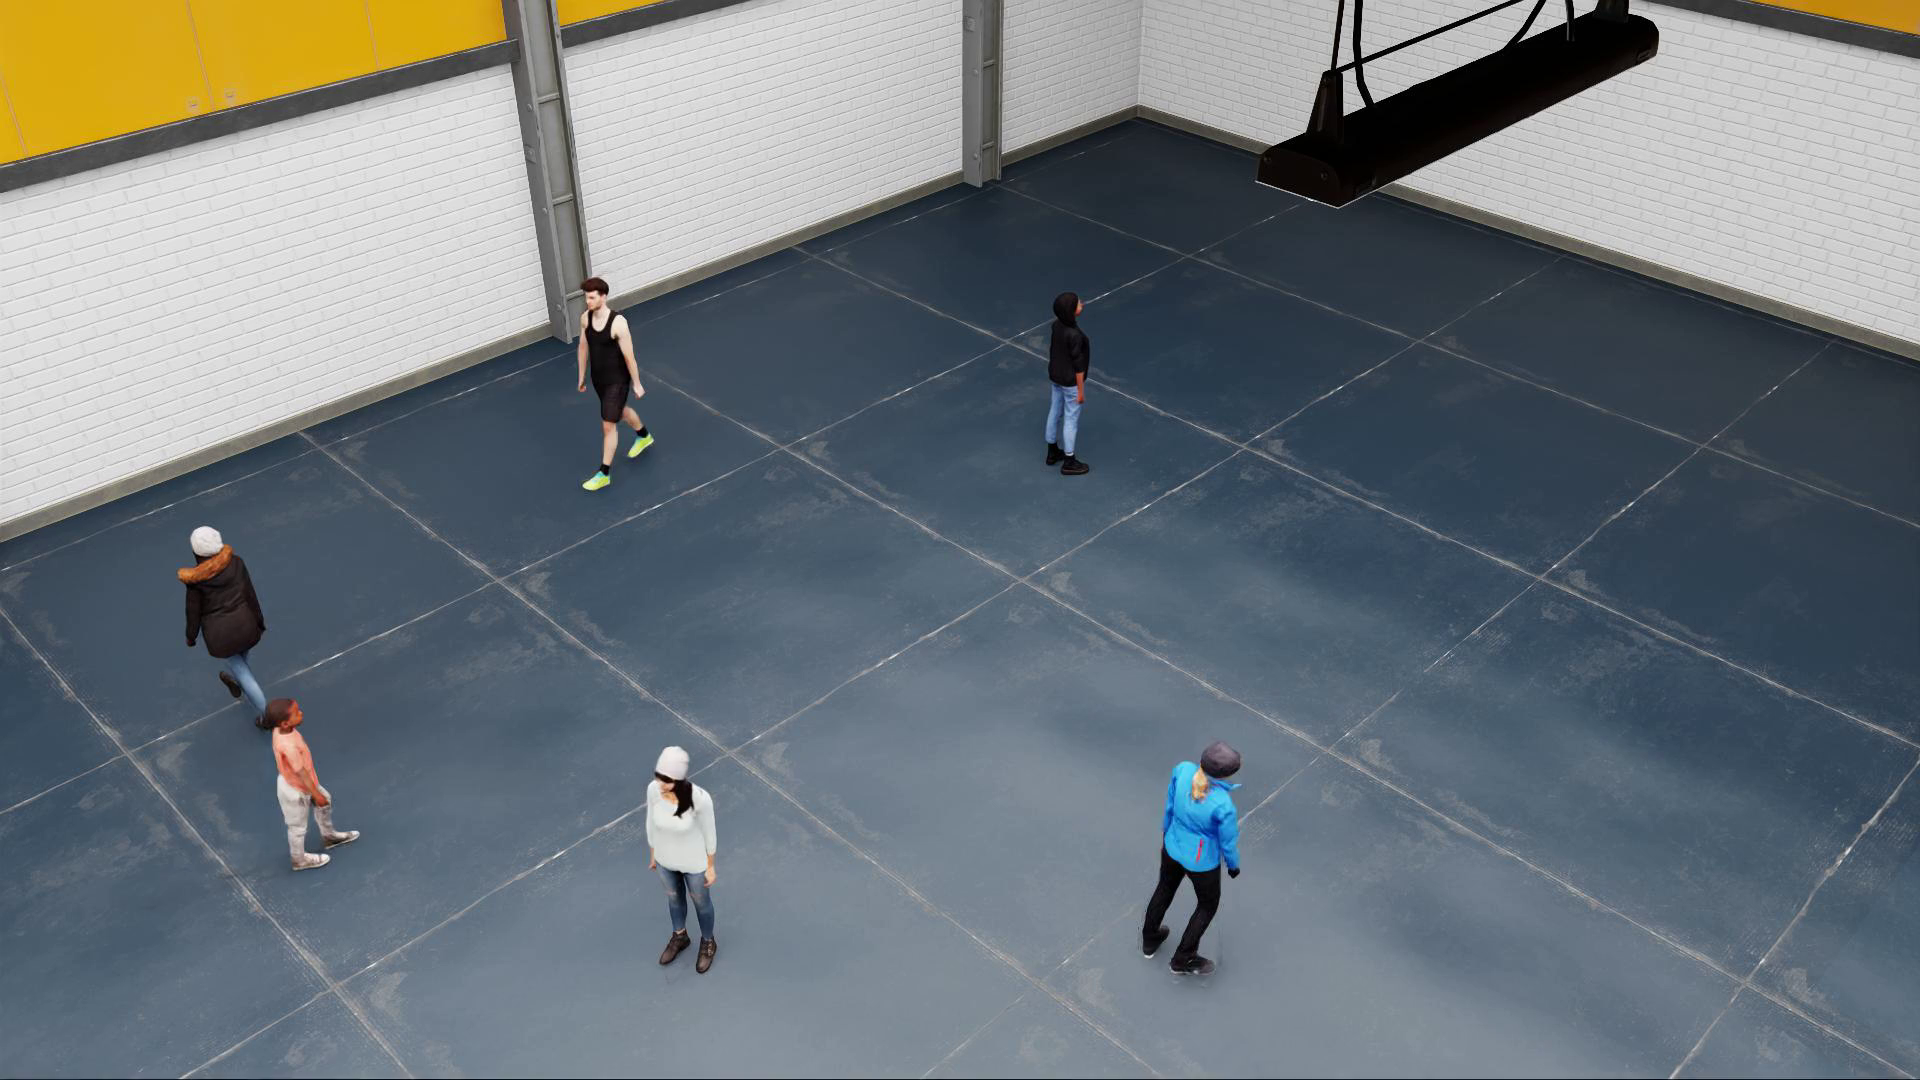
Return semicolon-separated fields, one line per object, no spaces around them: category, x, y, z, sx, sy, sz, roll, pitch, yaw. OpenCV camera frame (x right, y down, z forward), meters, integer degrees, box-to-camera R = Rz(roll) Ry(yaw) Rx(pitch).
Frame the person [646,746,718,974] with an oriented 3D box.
person;-1.619;1.839;9.704;0.641;1.653;0.641;10;35;14

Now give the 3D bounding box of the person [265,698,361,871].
person;-4.233;1.556;10.453;0.739;1.295;0.639;-10;35;-15

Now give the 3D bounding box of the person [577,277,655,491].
person;-2.977;-1.428;14.448;0.881;1.843;1.259;19;38;27

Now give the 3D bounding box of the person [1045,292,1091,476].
person;0.927;-1.373;14.492;0.597;1.701;0.612;-20;38;-27

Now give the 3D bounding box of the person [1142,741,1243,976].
person;1.341;1.846;9.577;0.703;1.782;0.620;22;40;30

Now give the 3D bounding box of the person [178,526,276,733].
person;-5.014;0.656;11.531;0.782;1.600;0.978;22;39;29
